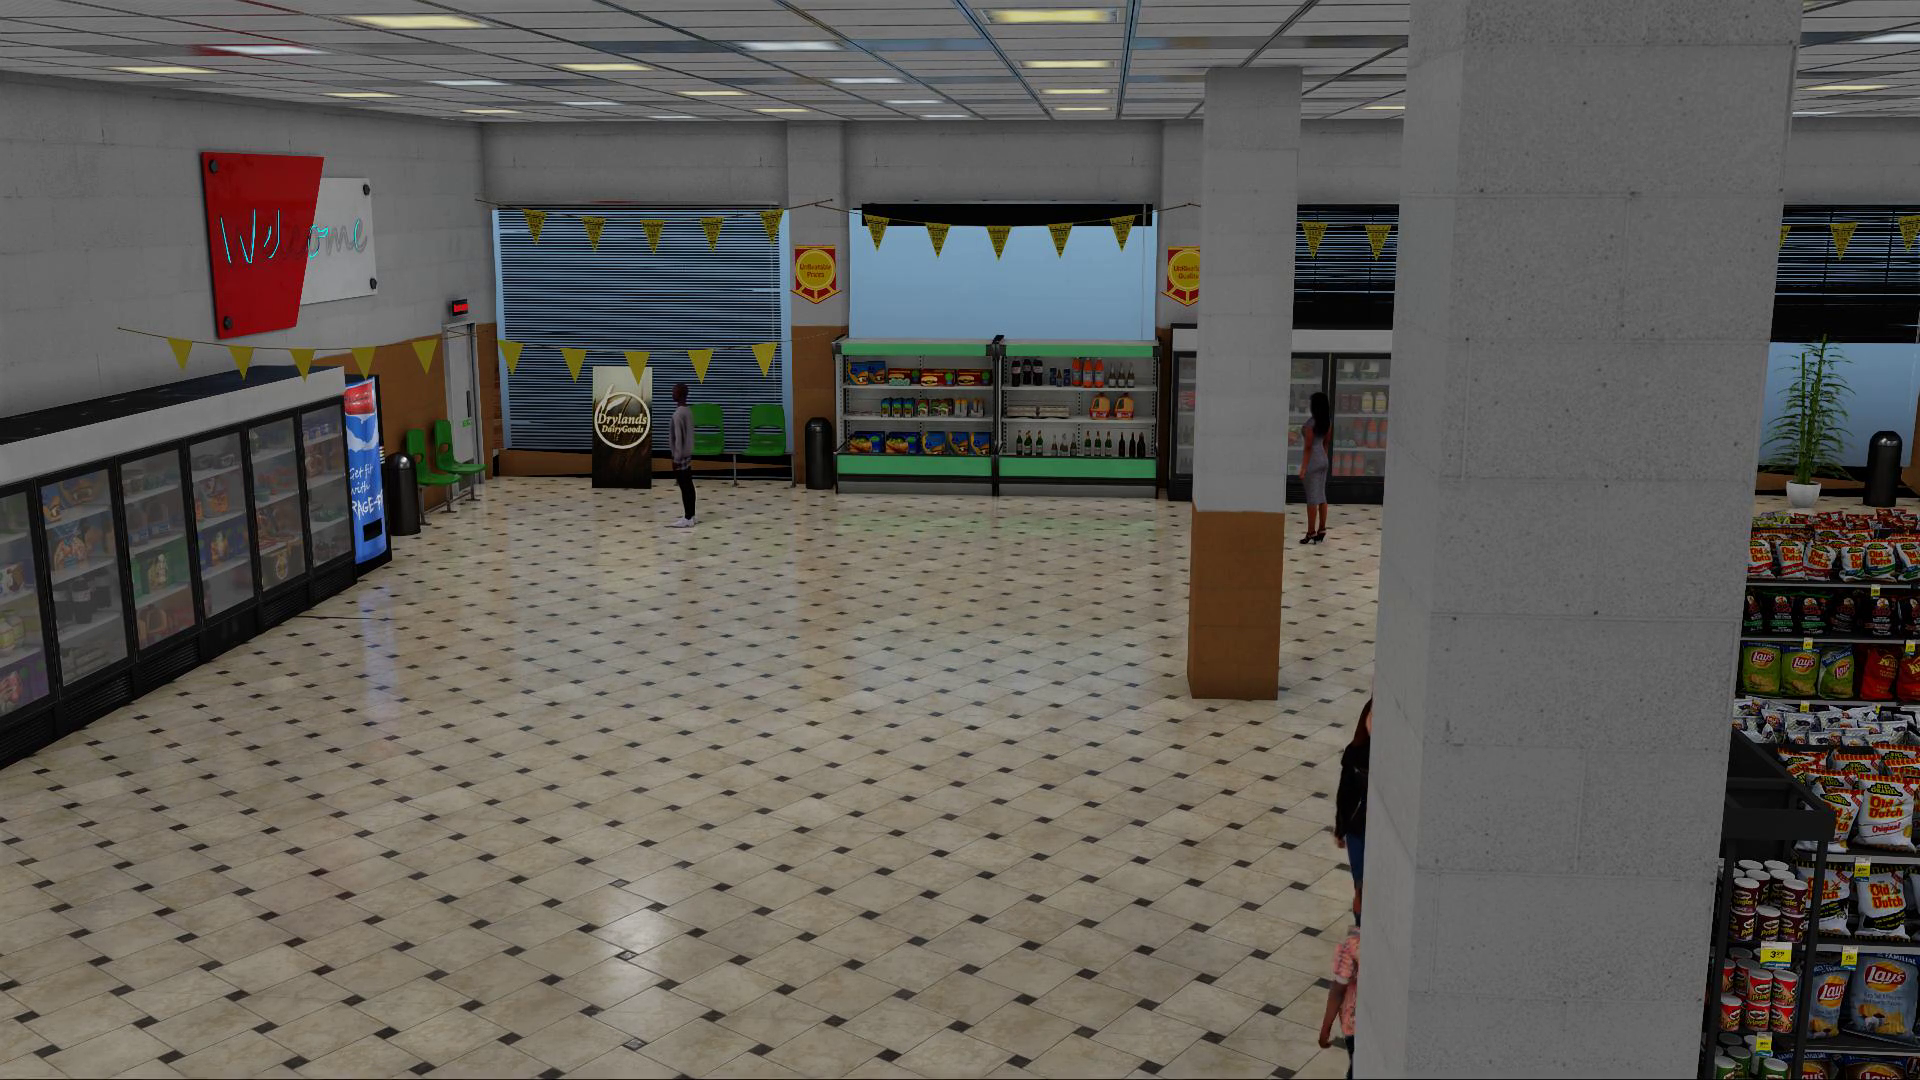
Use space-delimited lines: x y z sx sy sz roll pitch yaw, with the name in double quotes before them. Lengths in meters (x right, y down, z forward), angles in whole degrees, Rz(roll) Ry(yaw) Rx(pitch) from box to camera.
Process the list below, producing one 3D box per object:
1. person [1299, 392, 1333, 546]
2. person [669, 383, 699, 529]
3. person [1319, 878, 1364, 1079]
"person" 4.166 -0.840 19.450 0.657 1.781 0.717 -10 15 -39
"person" -3.400 -1.046 20.451 0.509 1.771 0.616 1 12 7
"person" 1.742 2.052 6.929 0.925 1.281 0.883 -6 13 -27
